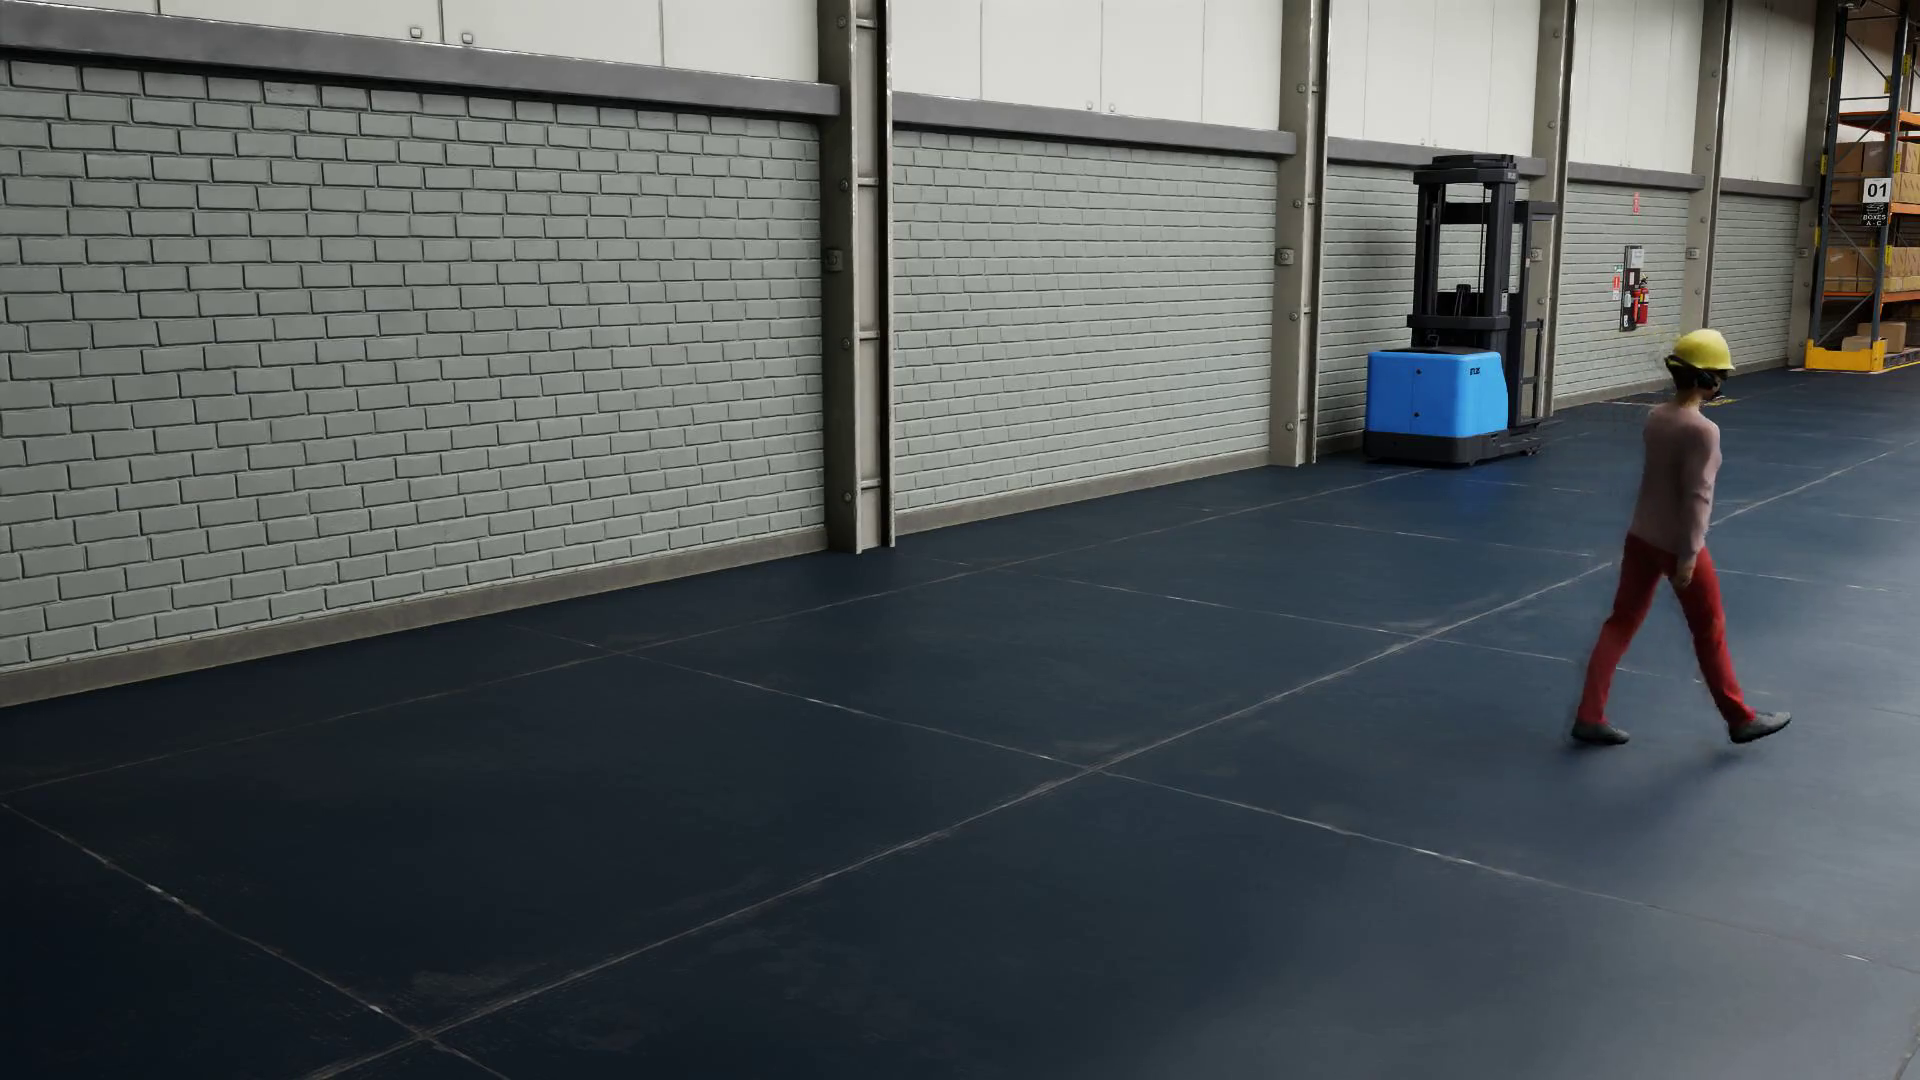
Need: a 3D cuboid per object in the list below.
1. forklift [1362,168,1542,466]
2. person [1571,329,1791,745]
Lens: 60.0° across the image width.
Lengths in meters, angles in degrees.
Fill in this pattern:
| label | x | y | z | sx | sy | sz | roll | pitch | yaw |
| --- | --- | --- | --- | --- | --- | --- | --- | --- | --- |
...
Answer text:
| label | x | y | z | sx | sy | sz | roll | pitch | yaw |
| --- | --- | --- | --- | --- | --- | --- | --- | --- | --- |
| forklift | 4.875 | -2.212 | 16.287 | 1.129 | 2.768 | 1.873 | 8 | 13 | 40 |
| person | 2.980 | 0.009 | 6.816 | 0.913 | 1.724 | 0.541 | -2 | 10 | -9 |
